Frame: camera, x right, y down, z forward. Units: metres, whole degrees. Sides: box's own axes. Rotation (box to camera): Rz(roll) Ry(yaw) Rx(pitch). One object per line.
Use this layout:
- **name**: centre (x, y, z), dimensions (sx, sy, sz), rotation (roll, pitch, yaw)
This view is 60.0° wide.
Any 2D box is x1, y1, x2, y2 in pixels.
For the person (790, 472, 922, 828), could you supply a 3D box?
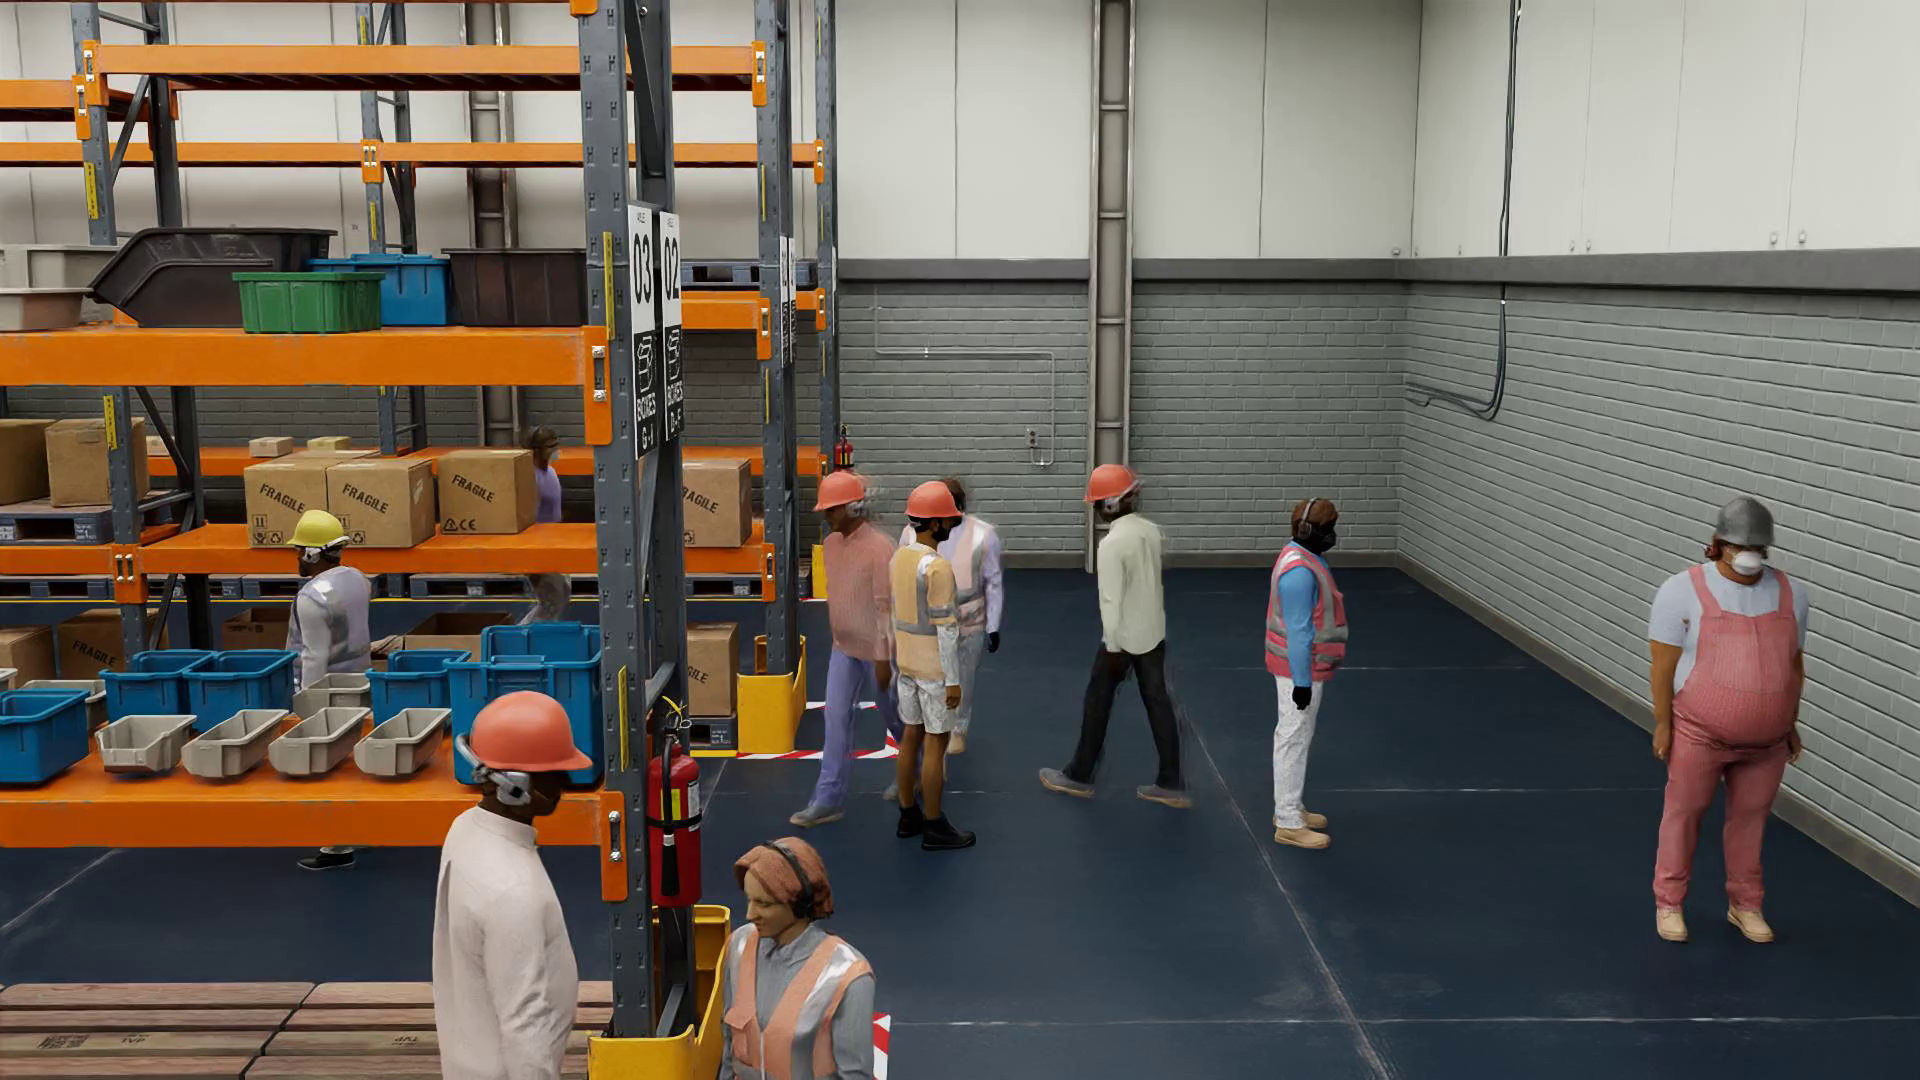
- **person**: centre (-0.524, 0.577, 9.243), dimensions (0.638, 1.936, 1.012), rotation (8, 12, 42)

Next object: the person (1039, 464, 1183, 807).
- **person**: centre (0.902, 0.532, 9.460), dimensions (0.857, 1.950, 0.687), rotation (7, 12, 38)

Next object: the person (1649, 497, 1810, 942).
- **person**: centre (3.474, 0.810, 7.457), dimensions (0.689, 2.000, 0.535), rotation (0, 9, 2)

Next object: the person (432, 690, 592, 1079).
- **person**: centre (-1.135, 1.355, 4.298), dimensions (0.405, 1.981, 0.632), rotation (-4, 10, -25)

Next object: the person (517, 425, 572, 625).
- **person**: centre (-3.079, 0.116, 12.084), dimensions (0.569, 1.919, 0.642), rotation (0, 9, 1)

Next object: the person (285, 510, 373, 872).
- **person**: centre (-3.196, 0.756, 8.424), dimensions (0.404, 1.832, 0.594), rotation (1, 9, 3)

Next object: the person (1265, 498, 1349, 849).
- **person**: centre (1.834, 0.688, 8.826), dimensions (0.430, 1.840, 0.625), rotation (2, 10, 13)

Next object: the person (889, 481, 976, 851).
- **person**: centre (-0.152, 0.655, 8.727), dimensions (0.358, 1.938, 0.545), rotation (-6, 11, -31)

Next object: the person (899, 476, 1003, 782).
- **person**: centre (-0.061, 0.502, 10.115), dimensions (0.630, 1.804, 0.947), rotation (0, 9, -1)

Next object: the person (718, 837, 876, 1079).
- **person**: centre (-0.411, 1.540, 4.241), dimensions (0.525, 1.632, 0.317), rotation (8, 12, 39)
